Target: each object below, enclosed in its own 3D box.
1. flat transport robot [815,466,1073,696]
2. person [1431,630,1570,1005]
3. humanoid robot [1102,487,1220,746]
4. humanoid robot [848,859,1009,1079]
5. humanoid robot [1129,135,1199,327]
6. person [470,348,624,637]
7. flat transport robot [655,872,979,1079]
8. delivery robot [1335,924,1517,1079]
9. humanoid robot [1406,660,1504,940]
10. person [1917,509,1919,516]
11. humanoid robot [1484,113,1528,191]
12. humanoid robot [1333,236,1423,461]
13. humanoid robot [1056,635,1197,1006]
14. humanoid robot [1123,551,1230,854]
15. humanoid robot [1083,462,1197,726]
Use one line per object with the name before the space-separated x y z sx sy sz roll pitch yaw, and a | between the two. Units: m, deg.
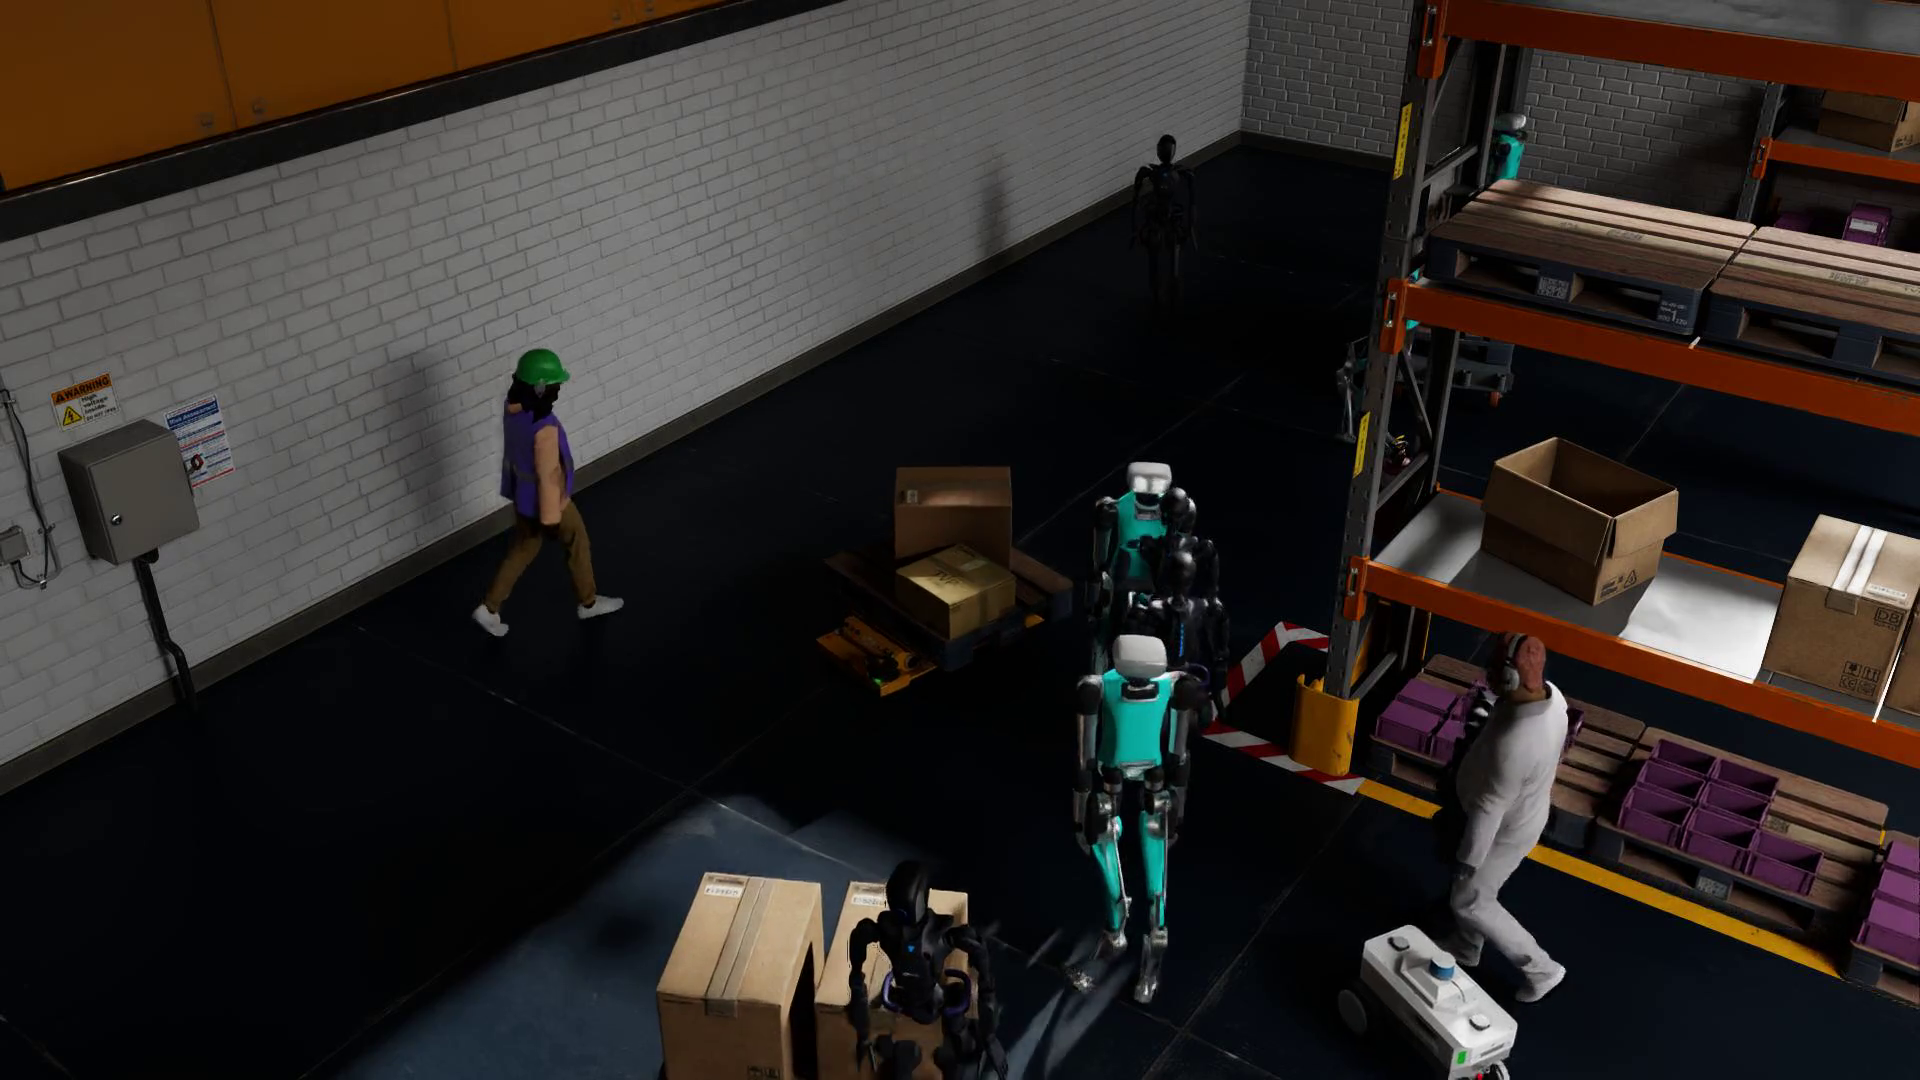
flat transport robot | -0.122 0.488 10.192 1.431 0.231 0.659 -23 37 -34
person | 2.428 1.254 7.253 0.641 1.873 0.662 16 33 25
humanoid robot | 1.063 0.479 8.804 0.609 1.648 0.370 2 30 3
humanoid robot | -0.114 1.874 6.380 0.612 1.650 0.312 4 30 7
humanoid robot | 1.758 -2.660 14.260 0.602 1.633 0.638 4 30 7
person | -2.538 -0.258 9.873 0.899 1.887 0.562 -23 37 -34
flat transport robot | -0.574 2.333 6.993 0.659 0.231 1.431 4 30 7
delivery robot | 2.051 2.027 7.222 0.499 0.579 0.767 -14 33 -23
humanoid robot | 2.376 1.186 7.576 0.584 1.648 0.332 -21 36 -32
person | 6.762 -0.904 11.002 0.408 1.876 0.562 2 30 4
humanoid robot | 4.503 -2.873 14.573 0.844 1.796 0.551 19 35 30
humanoid robot | 2.988 -1.371 11.949 0.970 1.743 0.549 19 35 29
humanoid robot | 0.770 1.319 7.266 0.568 1.761 0.770 -4 30 -7
humanoid robot | 1.054 0.819 8.260 0.600 1.665 0.576 -2 30 -3
humanoid robot | 0.925 0.277 9.092 0.557 1.774 0.743 -1 30 -2
